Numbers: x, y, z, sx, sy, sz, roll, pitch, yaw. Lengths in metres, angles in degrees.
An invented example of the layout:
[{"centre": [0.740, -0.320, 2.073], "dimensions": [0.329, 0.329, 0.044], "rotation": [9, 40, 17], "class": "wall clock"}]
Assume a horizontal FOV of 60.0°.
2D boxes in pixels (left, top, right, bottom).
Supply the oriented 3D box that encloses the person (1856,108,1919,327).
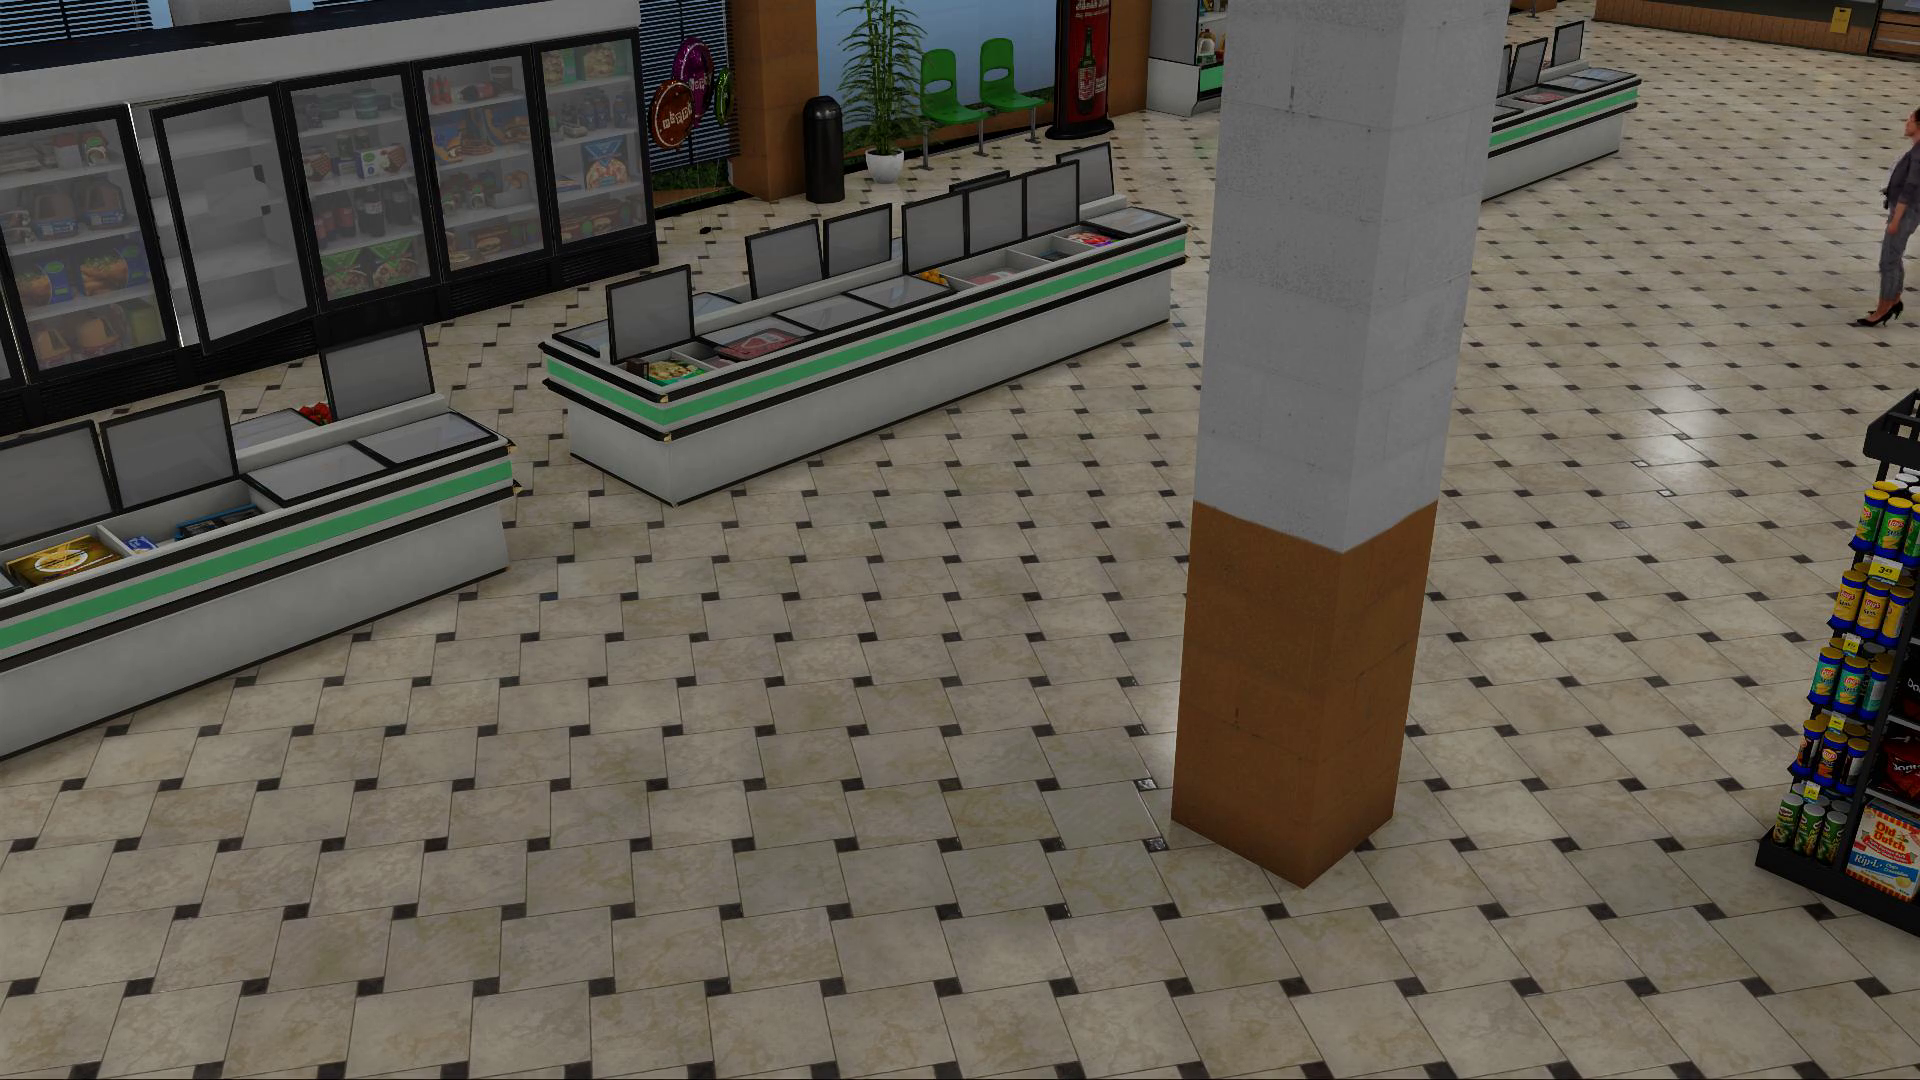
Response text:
[{"centre": [7.217, -2.460, 12.737], "dimensions": [0.755, 1.667, 0.609], "rotation": [9, 28, 17], "class": "person"}]
